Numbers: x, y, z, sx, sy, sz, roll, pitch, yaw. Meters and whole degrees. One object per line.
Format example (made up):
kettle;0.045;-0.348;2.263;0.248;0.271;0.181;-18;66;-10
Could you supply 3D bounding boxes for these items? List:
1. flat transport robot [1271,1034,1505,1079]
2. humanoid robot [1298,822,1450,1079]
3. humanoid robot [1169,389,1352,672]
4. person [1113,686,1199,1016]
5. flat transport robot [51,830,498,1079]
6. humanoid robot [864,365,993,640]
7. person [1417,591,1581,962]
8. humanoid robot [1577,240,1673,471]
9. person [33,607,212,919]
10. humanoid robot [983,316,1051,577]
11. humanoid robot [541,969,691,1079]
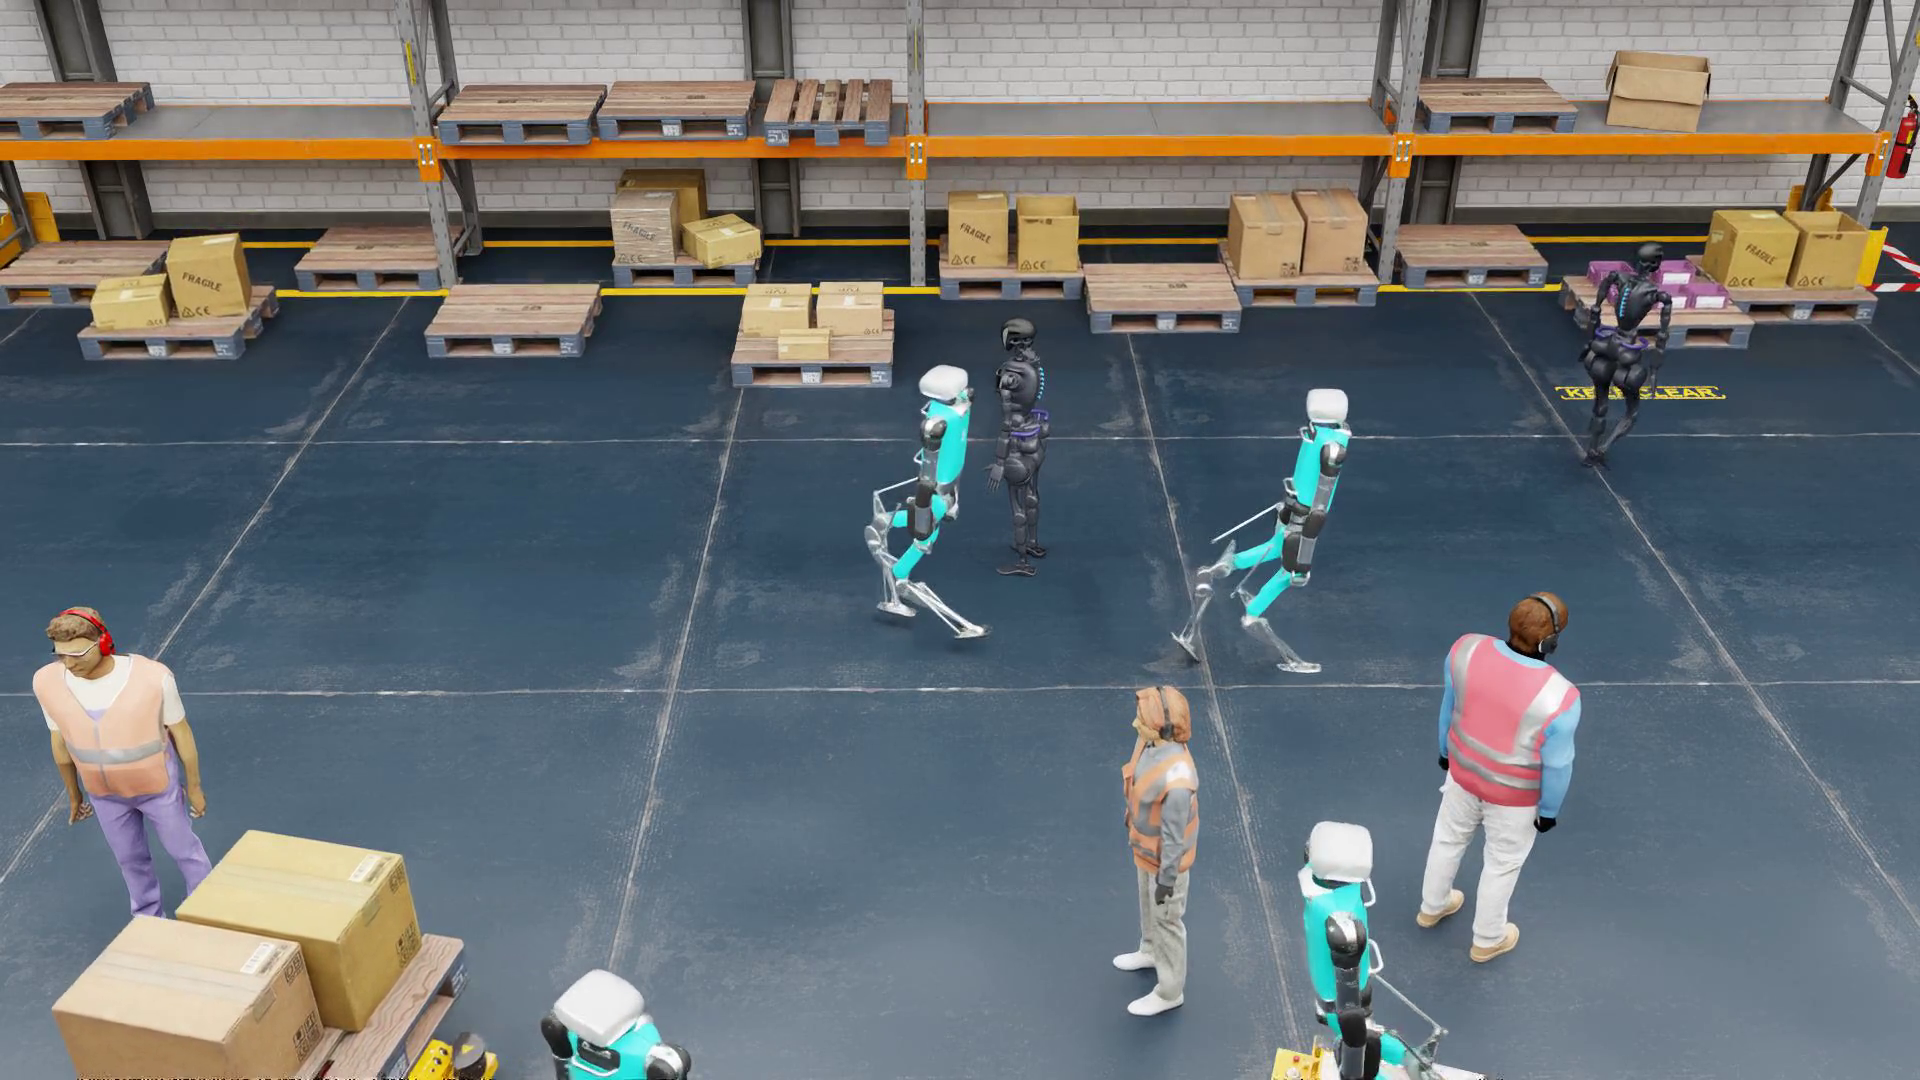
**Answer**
flat transport robot;1.901;2.372;6.462;1.431;0.231;0.659;10;32;16
humanoid robot;1.553;1.773;6.057;0.792;1.788;0.547;-1;31;-2
humanoid robot;1.543;0.007;9.014;0.996;1.771;0.530;1;31;1
person;0.828;1.291;6.939;0.315;1.630;0.518;-4;31;-7
flat transport robot;-2.686;2.204;6.741;1.431;0.231;0.659;7;32;11
humanoid robot;-0.256;-0.197;9.299;0.982;1.728;0.544;12;33;19
person;2.335;1.019;7.202;0.431;1.837;0.630;-24;39;-34
humanoid robot;4.357;-1.211;11.065;0.406;1.647;0.615;-22;37;-32
person;-3.536;1.046;7.139;0.567;1.843;0.374;-2;31;-4
humanoid robot;0.355;-0.562;9.966;0.315;1.657;0.599;12;33;19
humanoid robot;-1.169;2.247;5.274;0.552;1.805;0.764;16;35;25
